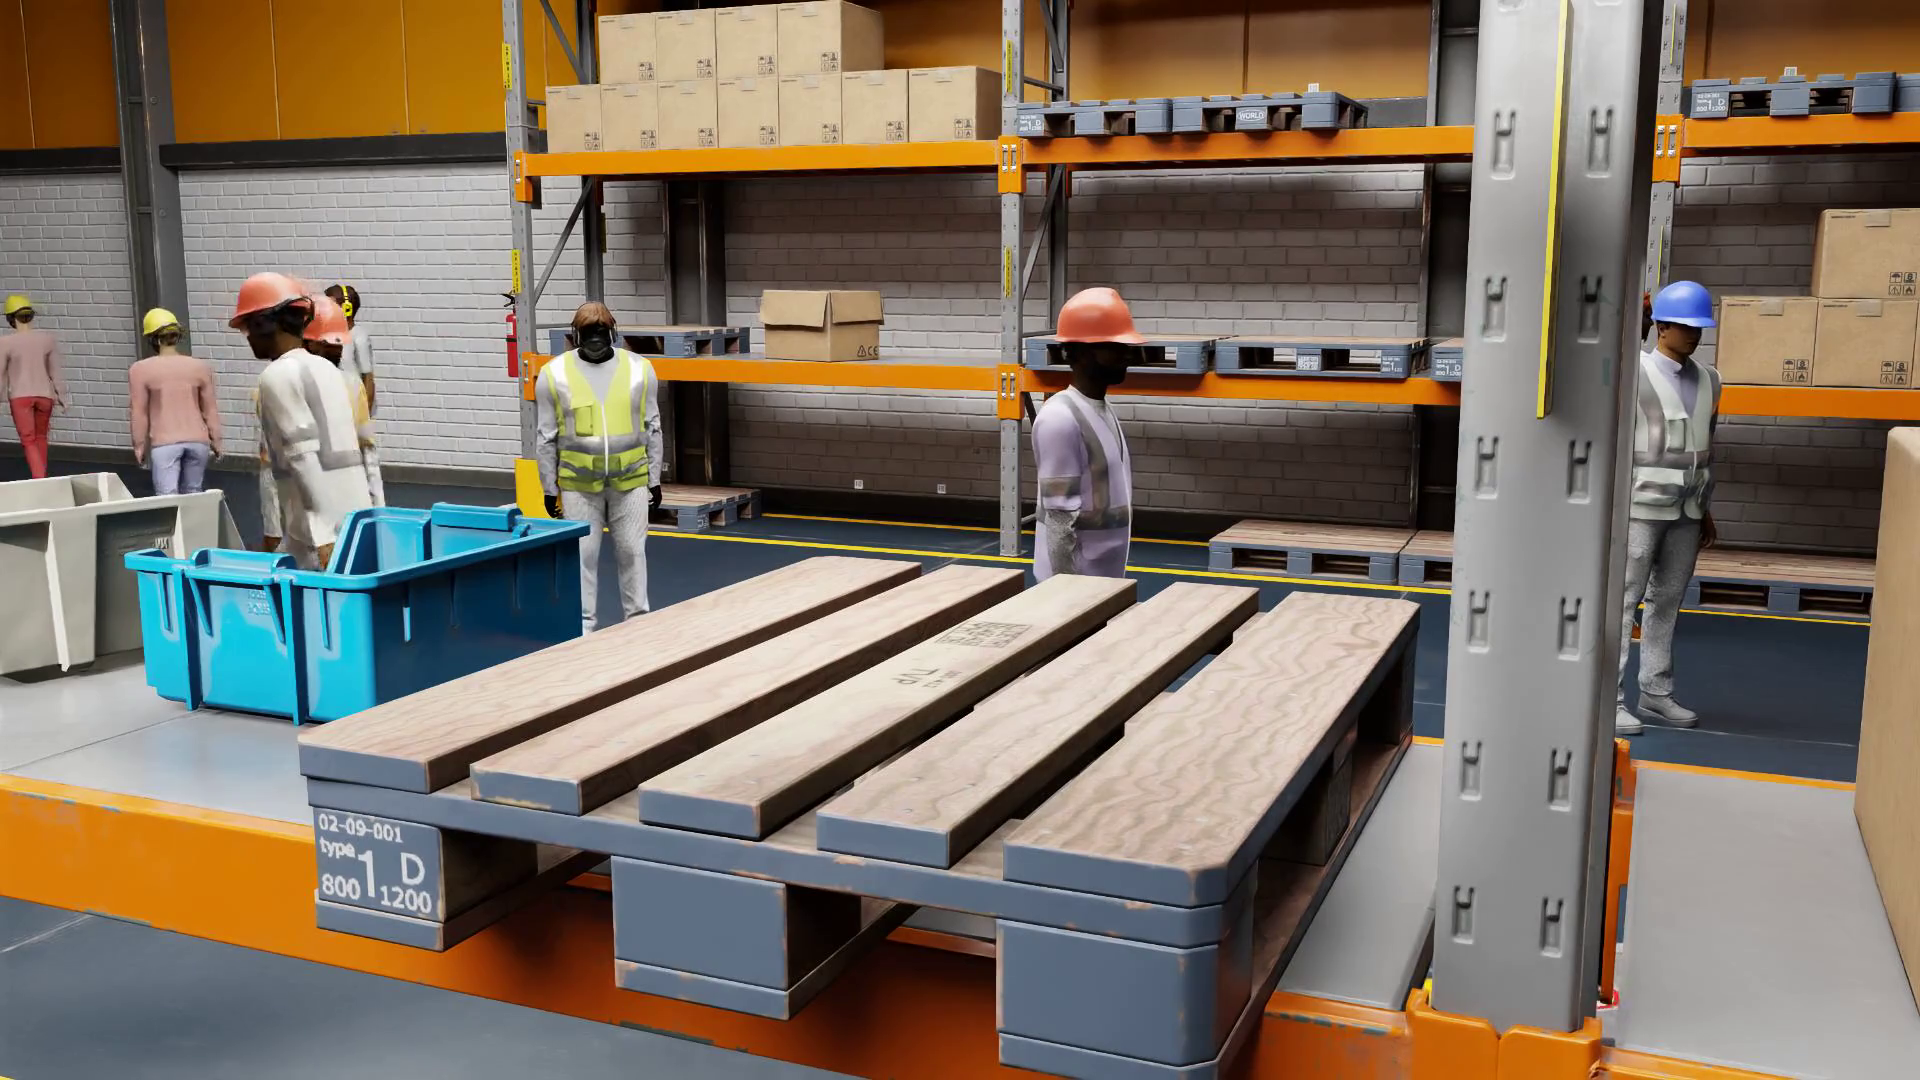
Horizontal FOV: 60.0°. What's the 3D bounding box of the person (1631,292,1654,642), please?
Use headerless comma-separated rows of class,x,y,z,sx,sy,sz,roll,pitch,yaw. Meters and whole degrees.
person,3.542,-0.397,8.925,0.355,1.882,0.576,-2,10,-10

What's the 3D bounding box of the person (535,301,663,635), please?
person,-1.825,-0.291,8.465,0.634,1.831,0.429,-3,10,-17

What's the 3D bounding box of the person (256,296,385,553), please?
person,-2.917,-0.152,7.479,1.009,1.887,0.534,4,10,21

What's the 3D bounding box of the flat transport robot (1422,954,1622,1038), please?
flat transport robot,1.896,1.216,4.077,1.431,0.197,0.652,1,10,7

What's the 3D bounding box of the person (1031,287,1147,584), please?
person,0.437,0.132,5.585,0.361,1.939,0.543,3,10,19

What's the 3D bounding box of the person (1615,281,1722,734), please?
person,3.022,-0.135,7.168,0.616,1.942,0.408,-4,10,-22

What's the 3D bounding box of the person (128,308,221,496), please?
person,-5.008,-0.620,10.701,0.556,1.738,0.671,-9,13,-44

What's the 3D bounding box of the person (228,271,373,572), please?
person,-2.569,-0.058,6.569,0.833,1.984,0.628,1,9,4

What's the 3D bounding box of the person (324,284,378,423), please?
person,-4.262,-0.851,11.684,0.319,1.870,0.521,-7,12,-36

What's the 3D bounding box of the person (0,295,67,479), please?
person,-8.003,-1.208,14.200,0.734,1.741,0.555,6,11,34
